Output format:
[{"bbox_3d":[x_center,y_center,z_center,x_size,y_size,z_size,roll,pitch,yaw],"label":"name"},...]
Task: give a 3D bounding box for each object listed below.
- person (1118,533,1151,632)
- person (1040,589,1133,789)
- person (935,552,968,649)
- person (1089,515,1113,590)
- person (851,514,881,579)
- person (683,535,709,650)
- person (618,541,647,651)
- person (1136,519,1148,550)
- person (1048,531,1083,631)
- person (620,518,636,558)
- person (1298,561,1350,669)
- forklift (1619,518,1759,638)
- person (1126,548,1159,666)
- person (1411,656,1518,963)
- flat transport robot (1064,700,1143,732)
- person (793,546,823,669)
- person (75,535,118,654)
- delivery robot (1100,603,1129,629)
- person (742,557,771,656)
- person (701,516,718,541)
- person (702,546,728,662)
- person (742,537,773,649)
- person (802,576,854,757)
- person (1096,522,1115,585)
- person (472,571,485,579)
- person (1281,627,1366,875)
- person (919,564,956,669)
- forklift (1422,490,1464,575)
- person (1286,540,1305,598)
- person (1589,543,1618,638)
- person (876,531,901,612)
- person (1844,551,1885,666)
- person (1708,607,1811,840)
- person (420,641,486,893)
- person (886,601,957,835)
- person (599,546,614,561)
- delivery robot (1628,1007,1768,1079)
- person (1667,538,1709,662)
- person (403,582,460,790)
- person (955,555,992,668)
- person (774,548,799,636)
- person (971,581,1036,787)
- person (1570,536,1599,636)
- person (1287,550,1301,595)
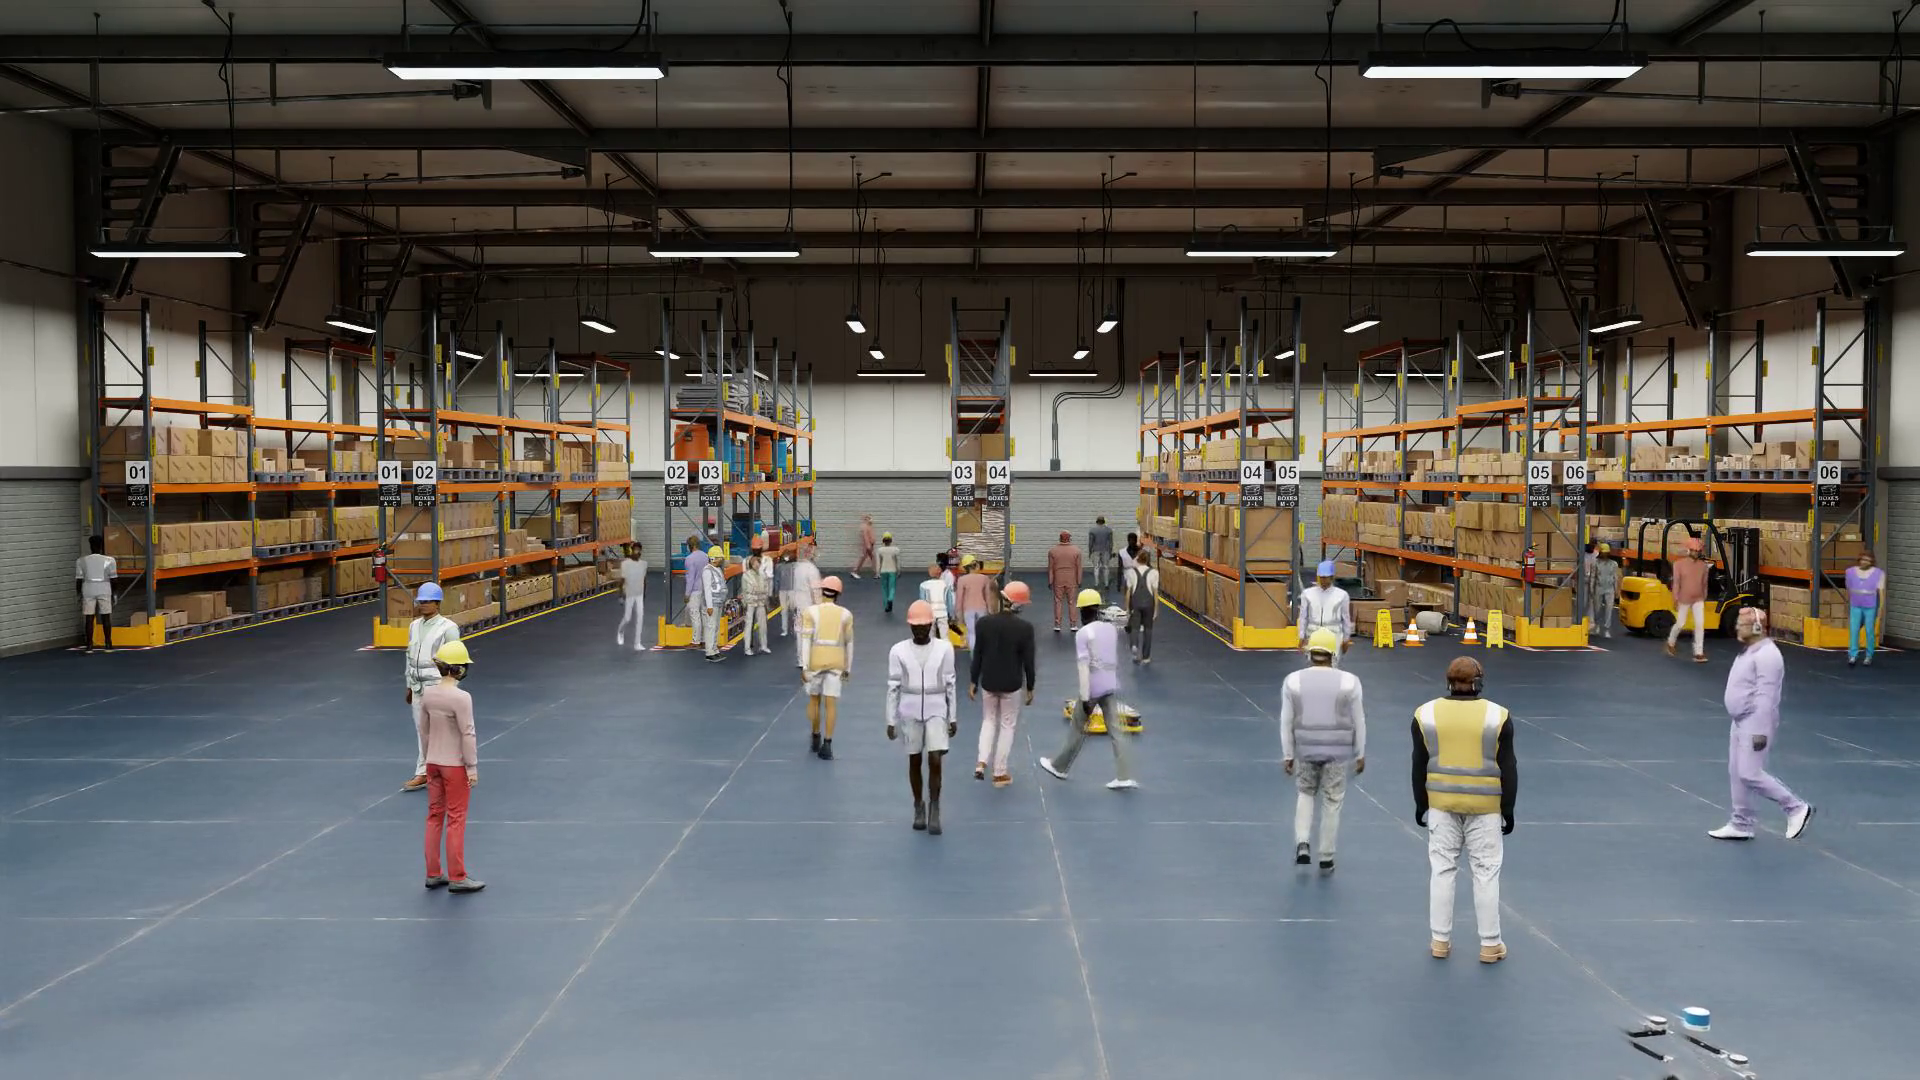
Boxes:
[{"bbox_3d":[3.295,0.799,30.504,0.613,1.885,0.465,1,2,16],"label":"person"},{"bbox_3d":[1.246,1.400,15.288,0.582,1.860,1.055,-2,3,-42],"label":"person"},{"bbox_3d":[-0.196,1.036,26.670,0.598,1.681,0.537,-1,3,-27],"label":"person"},{"bbox_3d":[3.621,0.322,41.560,0.635,1.937,0.352,0,2,-4],"label":"person"},{"bbox_3d":[-2.663,0.181,46.085,0.981,1.865,0.657,1,2,13],"label":"person"},{"bbox_3d":[-4.488,0.887,27.393,0.372,1.934,0.627,1,2,19],"label":"person"},{"bbox_3d":[-5.564,0.934,27.405,0.504,1.843,0.755,-2,3,-37],"label":"person"},{"bbox_3d":[5.045,0.242,44.502,0.533,1.863,0.623,-1,2,-15],"label":"person"},{"bbox_3d":[1.990,0.775,30.534,0.653,1.906,0.405,0,2,5],"label":"person"},{"bbox_3d":[-10.041,0.011,48.791,0.391,1.986,0.609,1,3,31],"label":"person"},{"bbox_3d":[4.488,1.207,19.904,0.601,1.900,1.020,1,3,26],"label":"person"},{"bbox_3d":[13.417,0.684,29.791,2.313,2.155,1.214,0,2,0],"label":"forklift"},{"bbox_3d":[2.817,1.038,24.948,0.516,1.829,0.636,1,2,13],"label":"person"},{"bbox_3d":[3.087,1.631,9.878,0.621,1.838,0.429,1,3,26],"label":"person"},{"bbox_3d":[1.674,2.060,18.997,0.652,0.197,1.431,0,2,-6],"label":"flat transport robot"},{"bbox_3d":[-2.298,1.031,24.586,0.394,1.877,0.729,-1,3,-33],"label":"person"},{"bbox_3d":[-14.327,0.894,26.798,0.614,1.963,0.362,-1,3,-27],"label":"person"},{"bbox_3d":[2.892,1.422,30.341,0.477,0.478,0.707,-1,3,-17],"label":"delivery robot"},{"bbox_3d":[-3.360,1.081,26.401,0.547,1.616,0.390,-2,3,-41],"label":"person"},{"bbox_3d":[-6.463,0.338,41.645,0.545,1.912,0.917,1,2,18],"label":"person"},{"bbox_3d":[-3.885,1.008,25.625,0.404,1.828,0.602,0,2,8],"label":"person"},{"bbox_3d":[-3.457,0.905,27.510,0.559,1.889,0.885,0,2,3],"label":"person"},{"bbox_3d":[-1.399,1.325,17.088,0.565,1.871,0.815,0,2,-12],"label":"person"},{"bbox_3d":[3.863,0.318,43.487,0.564,1.788,0.614,-2,3,-41],"label":"person"},{"bbox_3d":[-11.273,0.514,37.860,0.542,1.851,0.657,0,2,-4],"label":"person"},{"bbox_3d":[2.702,1.556,11.972,0.599,1.817,0.428,1,2,22],"label":"person"},{"bbox_3d":[-0.334,1.167,24.340,0.548,1.612,0.641,-1,2,-17],"label":"person"},{"bbox_3d":[13.926,-0.371,47.846,1.873,2.768,1.129,0,2,0],"label":"forklift"},{"bbox_3d":[8.011,0.492,38.976,0.490,1.801,1.023,-2,3,-35],"label":"person"},{"bbox_3d":[11.776,0.903,29.548,0.494,1.720,0.688,1,2,14],"label":"person"},{"bbox_3d":[-1.549,0.685,34.706,0.532,1.749,0.646,0,2,6],"label":"person"},{"bbox_3d":[13.889,1.058,24.836,0.597,1.791,0.951,2,3,42],"label":"person"},{"bbox_3d":[6.396,1.480,12.940,0.624,1.893,0.659,0,2,10],"label":"person"},{"bbox_3d":[-3.612,1.601,11.494,0.533,1.767,0.321,2,3,36],"label":"person"},{"bbox_3d":[-0.319,1.459,13.254,0.579,1.904,0.831,0,2,0],"label":"person"},{"bbox_3d":[-9.785,0.219,44.669,0.513,1.893,0.656,0,2,-6],"label":"person"},{"bbox_3d":[3.294,2.214,7.214,0.335,0.223,0.698,-1,2,-15],"label":"delivery robot"},{"bbox_3d":[11.619,0.935,25.762,0.615,1.965,0.844,0,2,-1],"label":"person"},{"bbox_3d":[-4.933,1.367,15.074,0.614,1.950,0.375,1,3,27],"label":"person"},{"bbox_3d":[0.207,1.089,24.731,0.590,1.728,0.551,-1,2,-20],"label":"person"},{"bbox_3d":[-3.161,0.949,29.753,0.509,1.624,0.455,0,2,9],"label":"person"},{"bbox_3d":[0.409,1.363,15.259,0.651,1.956,0.469,1,2,24],"label":"person"},{"bbox_3d":[11.585,0.844,29.764,0.625,1.831,0.432,0,2,2],"label":"person"},{"bbox_3d":[8.117,0.541,39.931,0.529,1.609,0.585,-1,2,-18],"label":"person"}]
